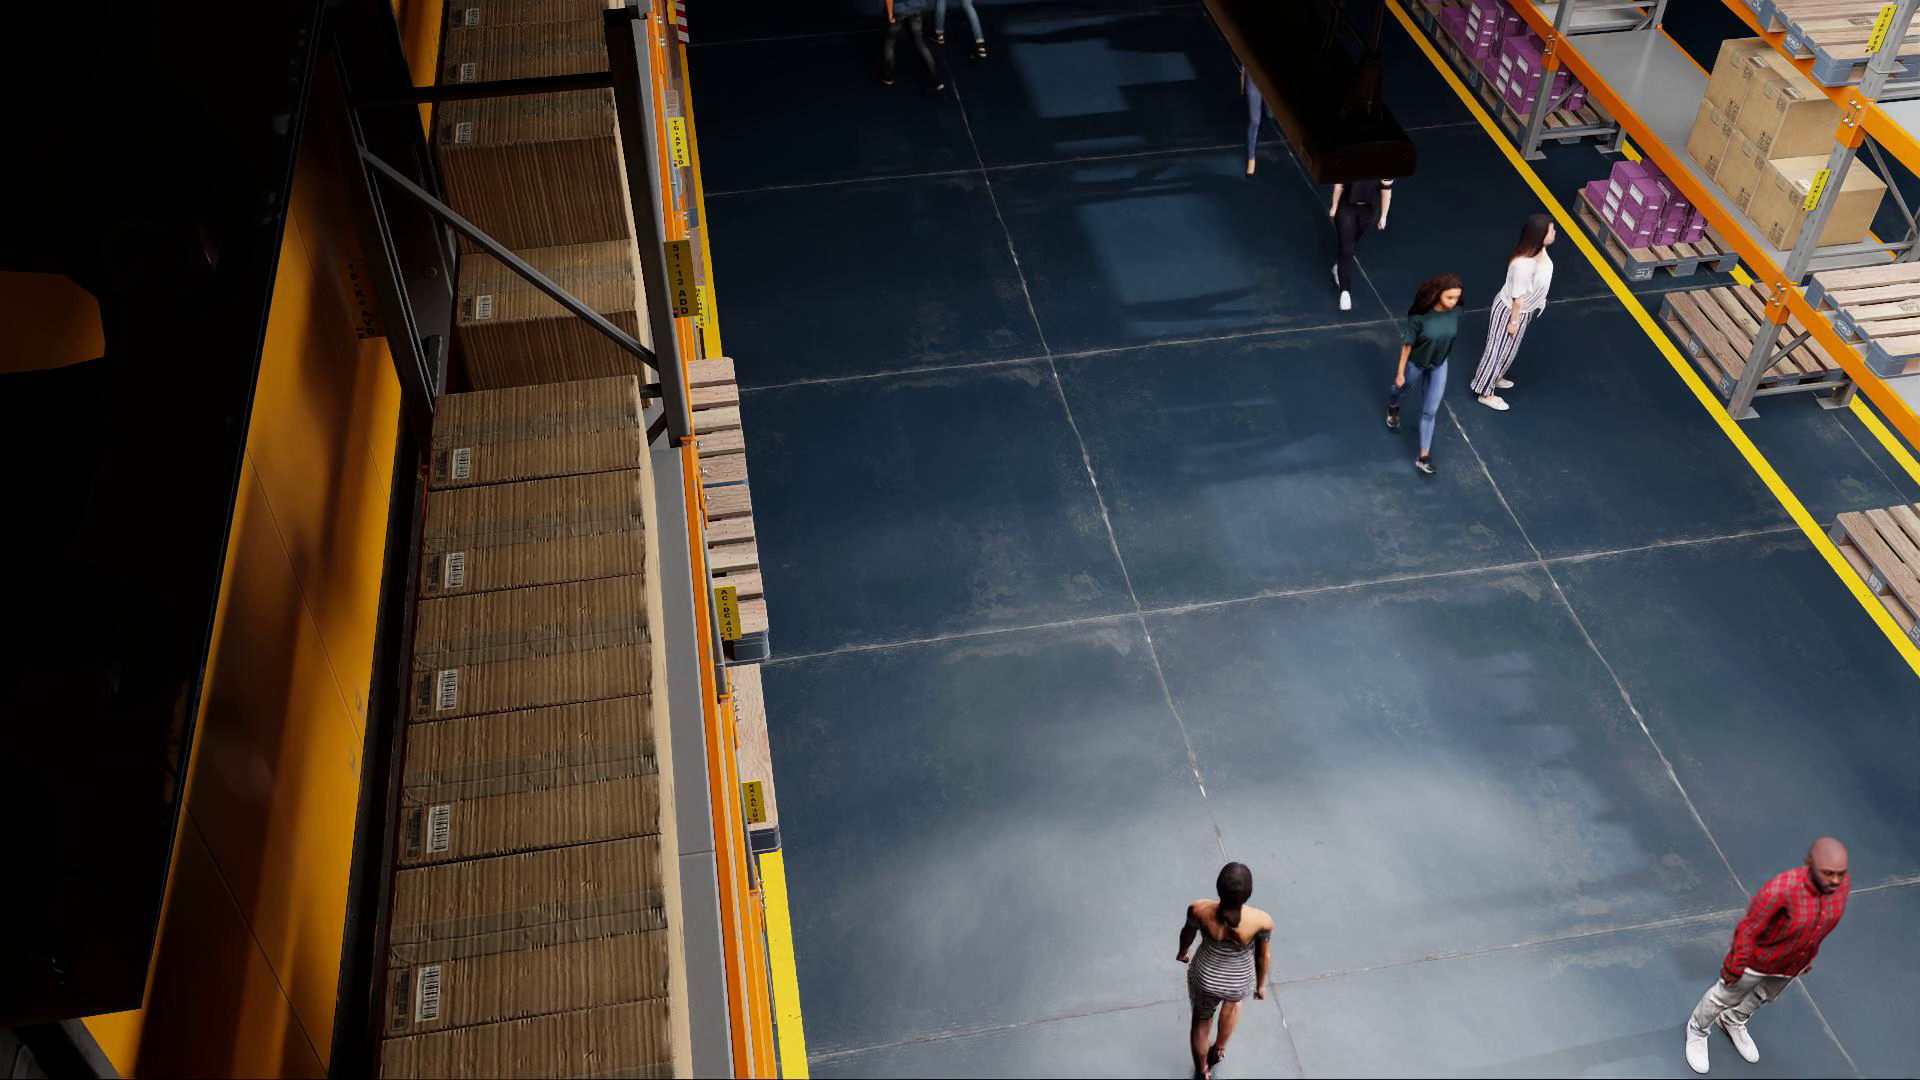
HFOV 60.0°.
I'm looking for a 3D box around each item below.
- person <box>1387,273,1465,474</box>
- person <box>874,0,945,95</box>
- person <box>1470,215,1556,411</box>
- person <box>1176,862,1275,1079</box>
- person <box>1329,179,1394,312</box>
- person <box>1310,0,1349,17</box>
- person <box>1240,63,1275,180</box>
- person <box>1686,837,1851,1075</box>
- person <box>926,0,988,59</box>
[{"bbox_3d":[3.459,-1.369,12.521,0.631,1.562,1.120,-4,44,-4],"label":"person"},{"bbox_3d":[-0.471,-5.232,16.428,0.960,1.765,1.203,-29,51,-27],"label":"person"},{"bbox_3d":[4.306,-1.800,12.889,0.849,1.677,0.749,17,46,17],"label":"person"},{"bbox_3d":[1.317,2.320,8.468,0.721,1.811,0.725,8,44,9],"label":"person"},{"bbox_3d":[3.341,-2.813,14.004,0.752,1.606,1.073,2,44,2],"label":"person"},{"bbox_3d":[3.998,-6.420,17.630,0.957,1.828,1.169,-21,48,-21],"label":"person"},{"bbox_3d":[2.809,-4.257,15.406,0.765,1.763,1.068,5,44,5],"label":"person"},{"bbox_3d":[4.231,2.131,8.660,0.659,1.819,0.539,-7,44,-8],"label":"person"},{"bbox_3d":[0.018,-5.766,16.978,1.012,1.781,1.314,-25,49,-24],"label":"person"}]
